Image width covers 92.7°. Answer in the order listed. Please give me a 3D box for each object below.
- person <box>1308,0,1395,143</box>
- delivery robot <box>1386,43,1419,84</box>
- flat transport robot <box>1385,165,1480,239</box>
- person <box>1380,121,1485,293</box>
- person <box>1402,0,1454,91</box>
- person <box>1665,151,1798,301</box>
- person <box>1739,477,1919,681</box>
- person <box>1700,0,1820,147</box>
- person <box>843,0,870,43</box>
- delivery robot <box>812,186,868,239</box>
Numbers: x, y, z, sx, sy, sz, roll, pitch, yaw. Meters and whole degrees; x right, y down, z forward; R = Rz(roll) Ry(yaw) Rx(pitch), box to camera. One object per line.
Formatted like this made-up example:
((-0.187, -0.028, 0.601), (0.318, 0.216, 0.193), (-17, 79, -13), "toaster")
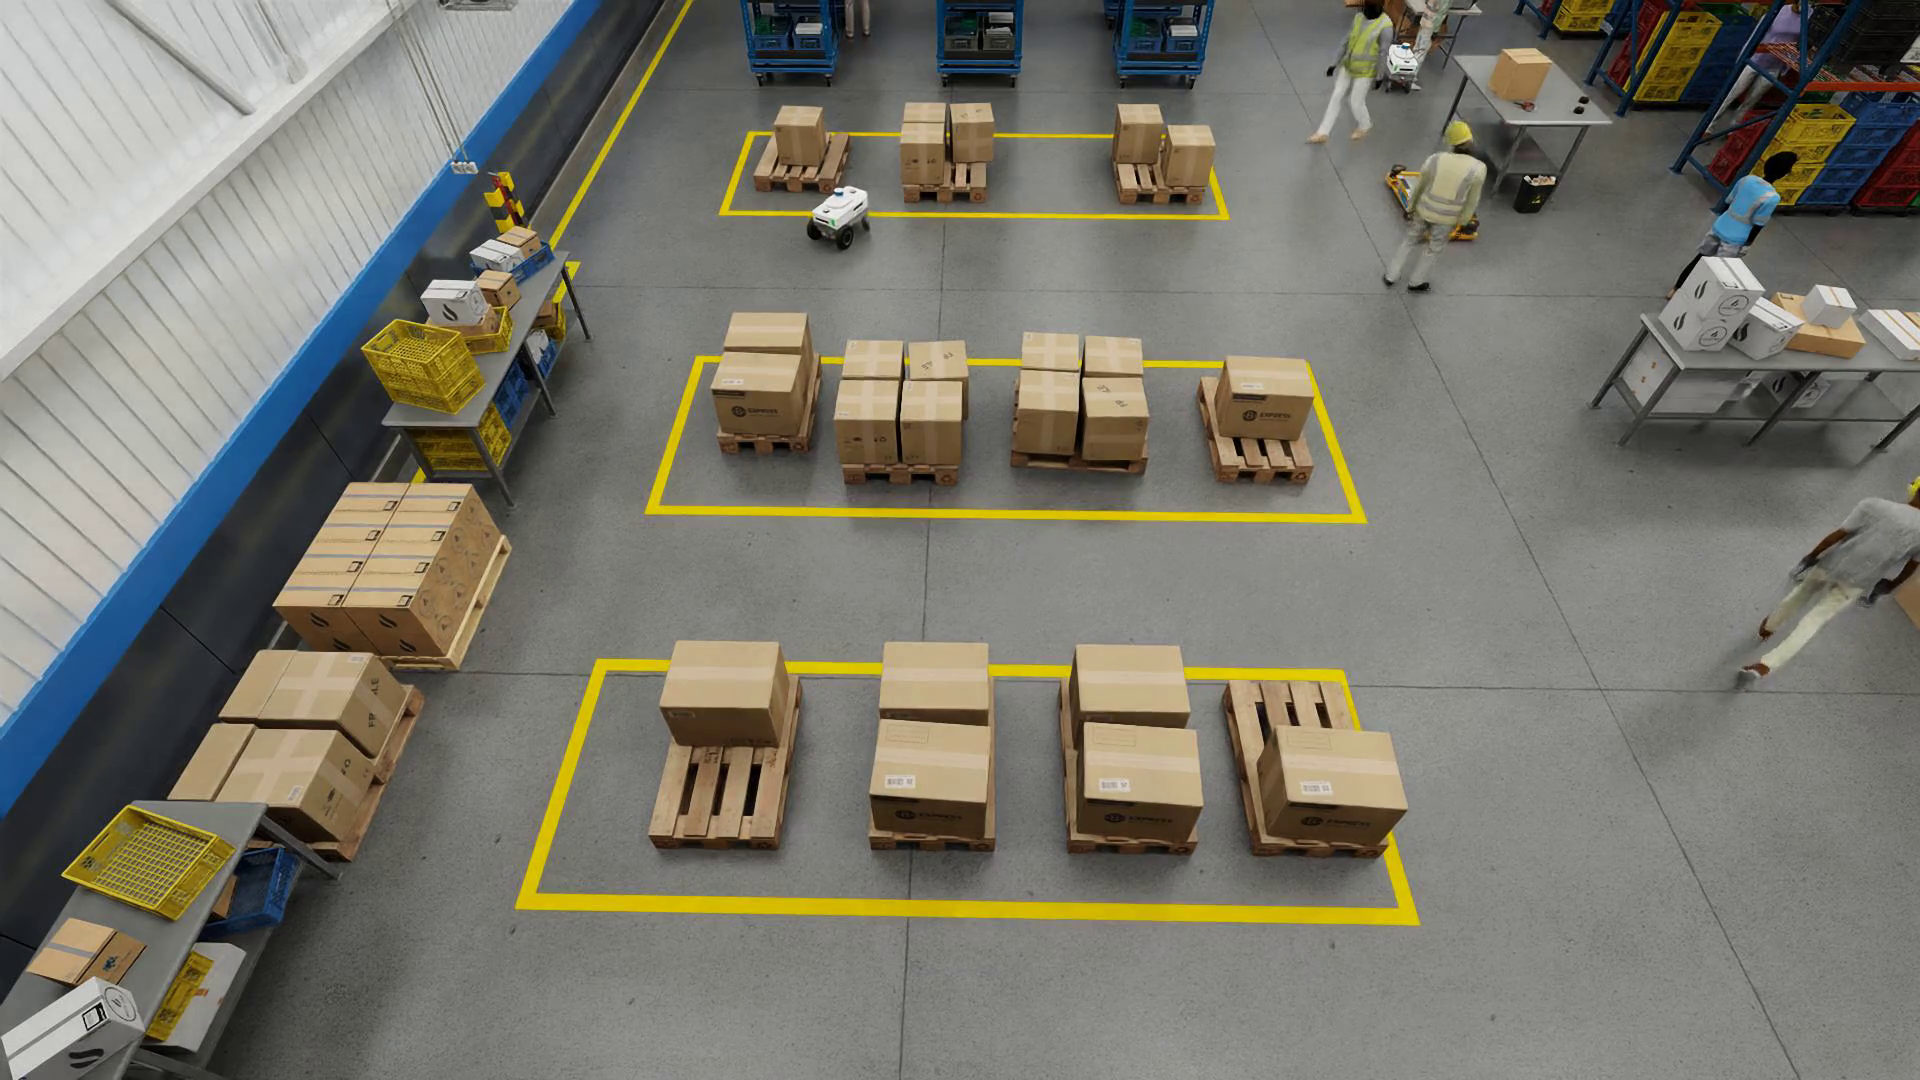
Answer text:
((5.054, -5.978, 11.679), (0.805, 1.816, 0.669), (-17, 51, -14), "person")
((6.373, -6.919, 13.258), (0.477, 0.478, 0.707), (4, 49, 4), "delivery robot")
((5.692, -4.094, 11.059), (0.652, 0.197, 1.431), (1, 49, 1), "flat transport robot")
((4.897, -3.357, 9.425), (0.639, 1.795, 0.417), (29, 55, 23), "person")
((6.621, -7.228, 12.880), (0.322, 1.631, 0.523), (7, 49, 6), "person")
((7.786, -3.080, 9.242), (0.318, 1.700, 0.535), (-3, 49, -3), "person")
((6.032, 0.275, 6.257), (0.884, 1.837, 0.521), (-33, 57, -25), "person")
((10.159, -5.997, 11.616), (0.635, 1.932, 0.372), (12, 50, 10), "person")
((-1.600, -8.658, 13.891), (0.626, 1.980, 0.411), (-19, 52, -16), "person")
((-1.379, -3.816, 10.572), (0.477, 0.478, 0.707), (25, 53, 20), "delivery robot")
